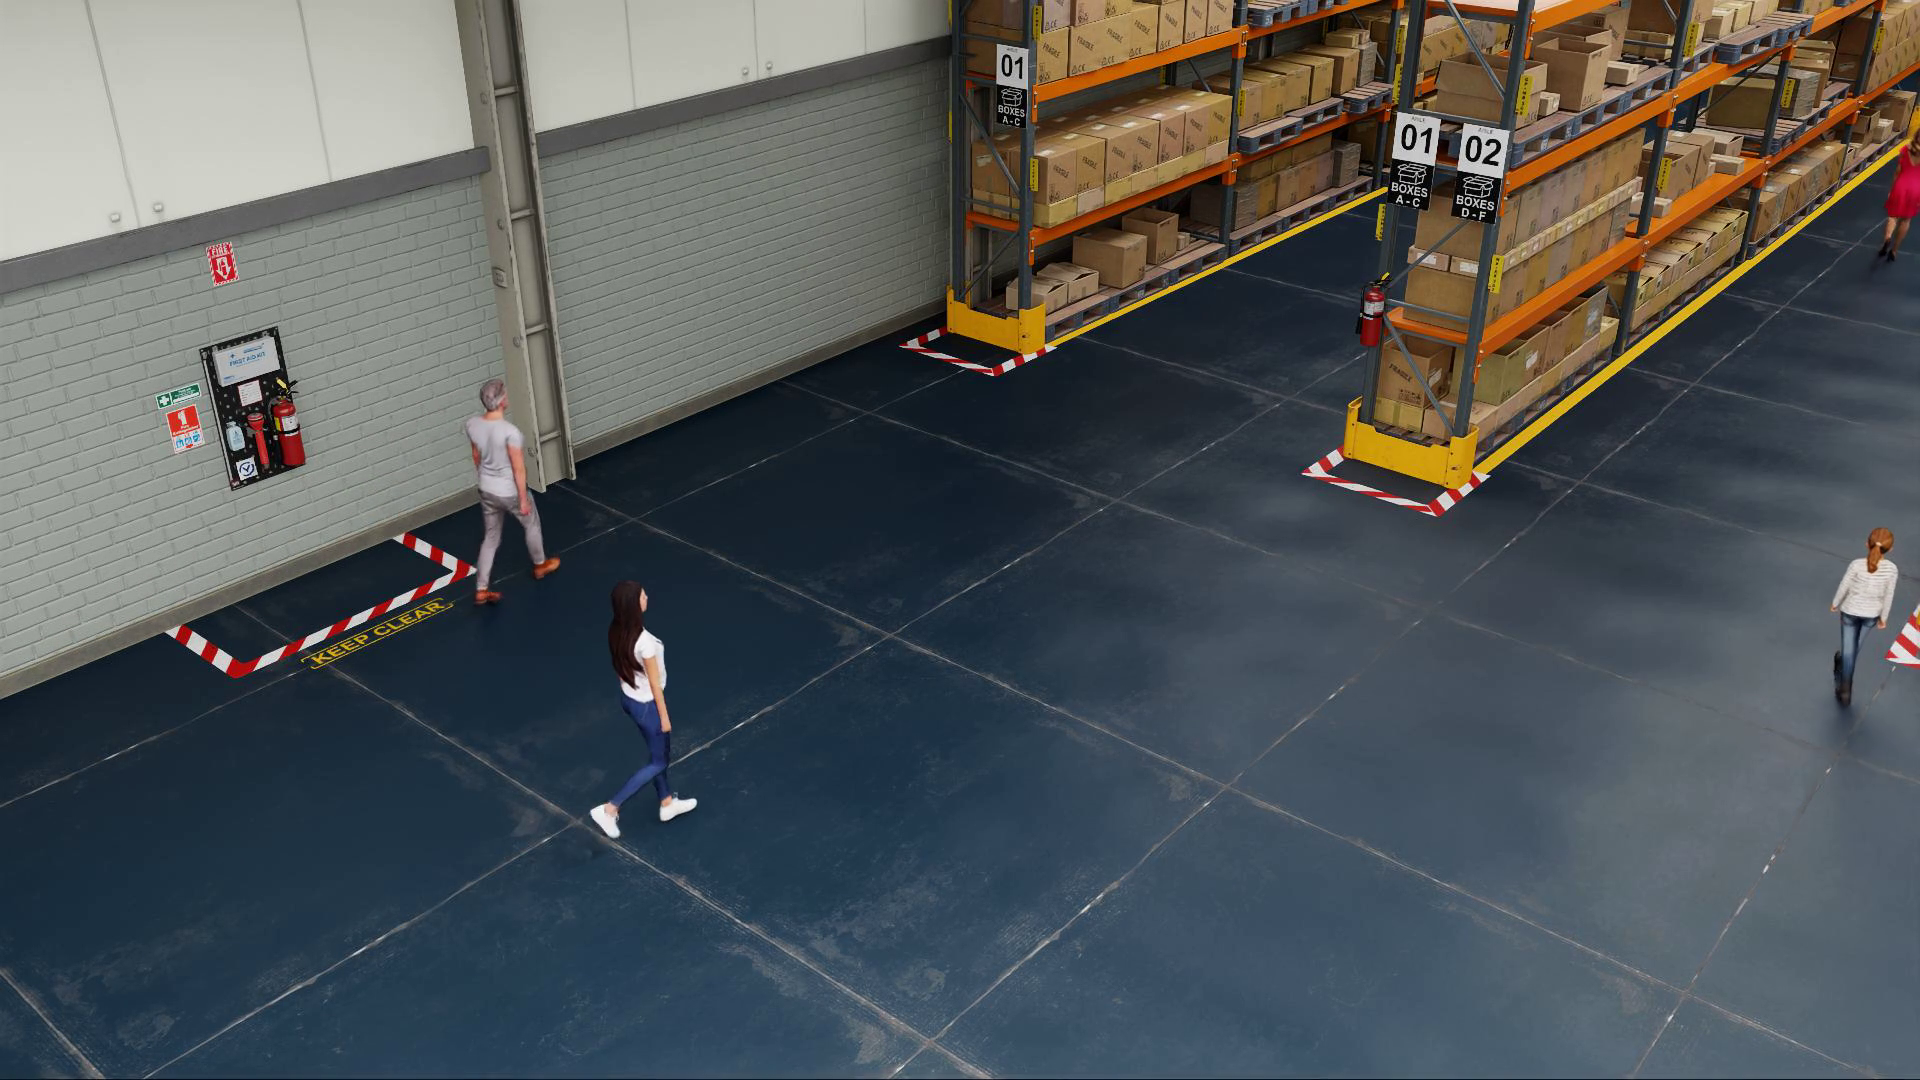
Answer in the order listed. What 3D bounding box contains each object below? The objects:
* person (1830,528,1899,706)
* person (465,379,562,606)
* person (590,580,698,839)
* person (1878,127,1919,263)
[{"bbox_3d":[6.316,0.555,11.648,0.689,1.298,0.885,8,29,15],"label":"person"},{"bbox_3d":[-3.573,-0.329,12.785,0.912,1.790,1.241,12,30,22],"label":"person"},{"bbox_3d":[-2.000,1.071,10.189,1.026,1.759,0.756,-19,34,-32],"label":"person"},{"bbox_3d":[11.406,-4.164,20.070,0.595,1.712,0.772,20,34,33],"label":"person"}]
